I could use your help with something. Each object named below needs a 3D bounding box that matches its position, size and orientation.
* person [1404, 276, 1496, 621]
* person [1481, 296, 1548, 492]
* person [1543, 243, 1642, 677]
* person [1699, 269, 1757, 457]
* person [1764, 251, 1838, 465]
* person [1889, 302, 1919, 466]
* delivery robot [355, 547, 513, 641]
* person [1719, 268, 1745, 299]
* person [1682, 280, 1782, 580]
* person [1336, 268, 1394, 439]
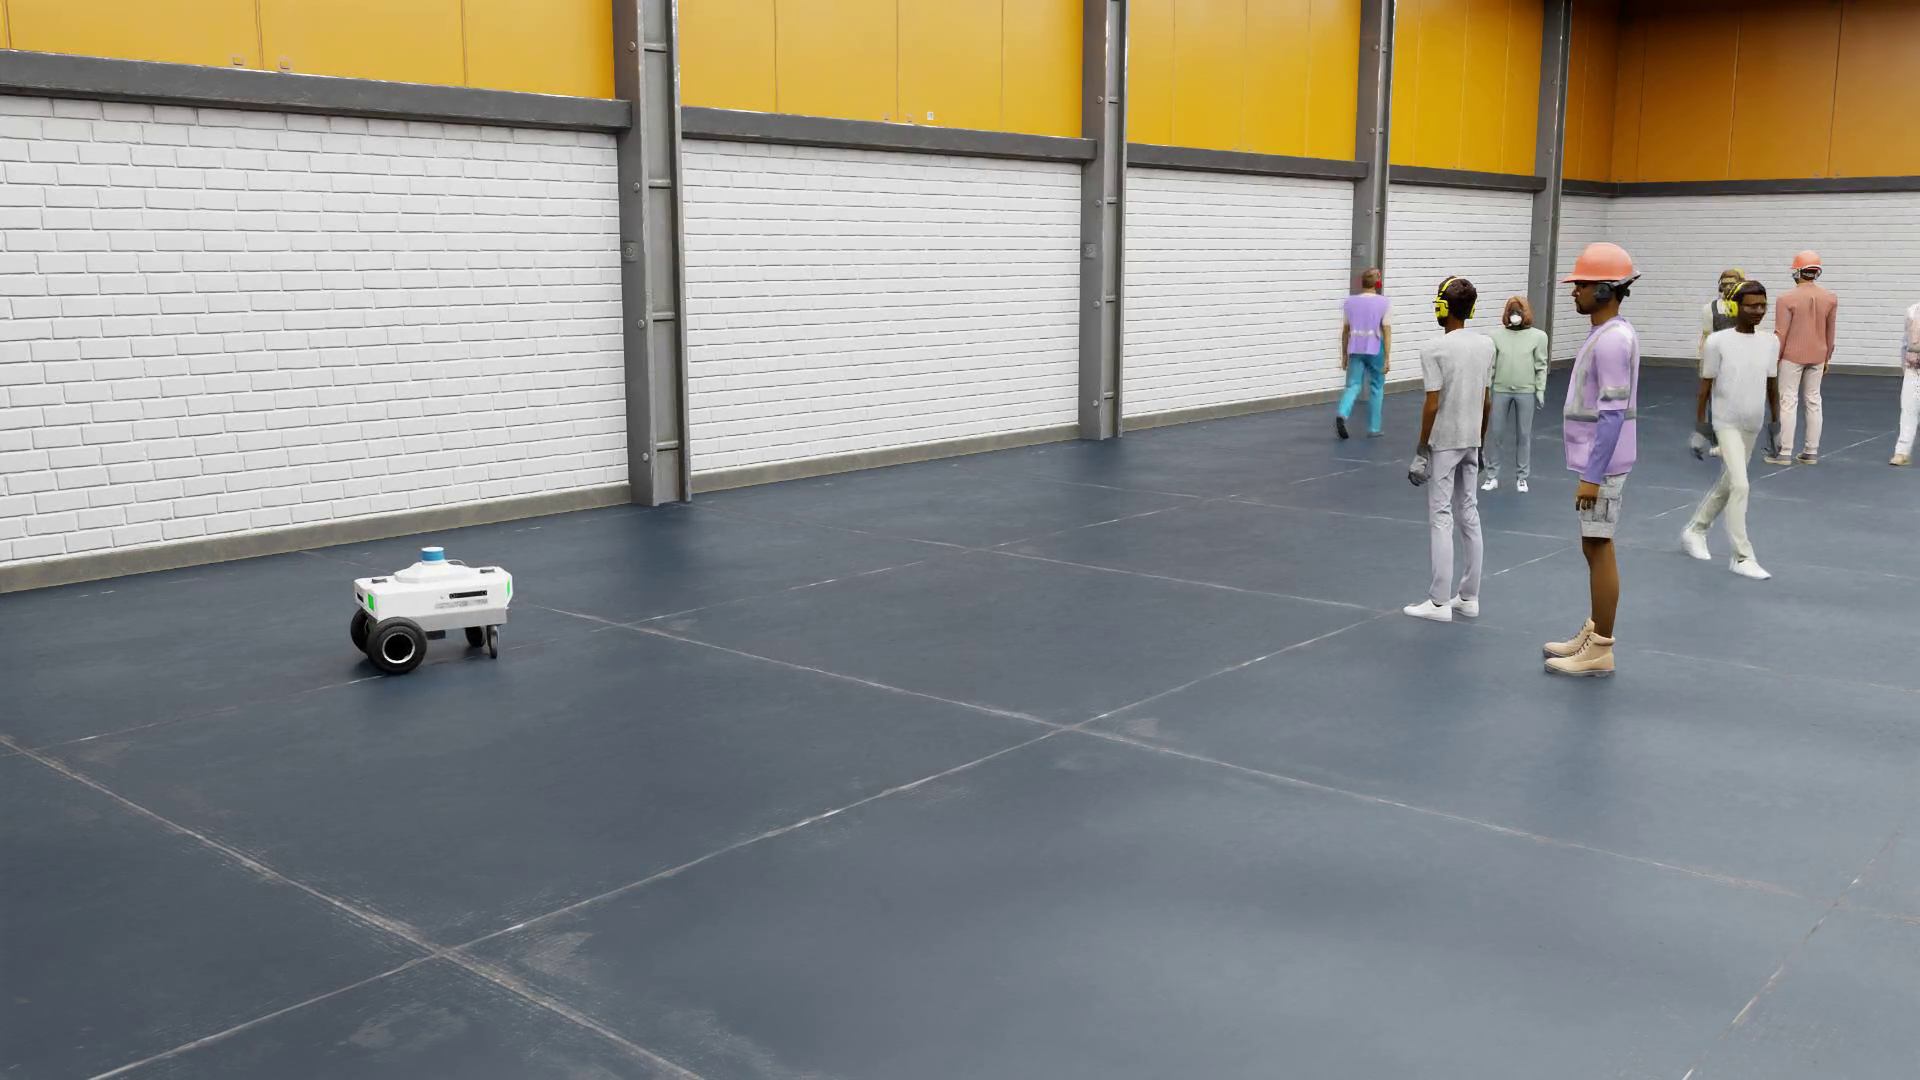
[{"bbox_3d":[2.661,-0.490,9.057,0.521,1.873,0.334,-5,11,-27],"label":"person"},{"bbox_3d":[4.604,-1.211,13.836,0.507,1.630,0.268,5,11,24],"label":"person"},{"bbox_3d":[2.998,-0.371,7.881,0.379,2.045,0.605,4,11,21],"label":"person"},{"bbox_3d":[7.509,-1.734,16.268,0.529,1.827,0.589,5,11,27],"label":"person"},{"bbox_3d":[7.858,-1.695,15.560,0.611,1.995,0.378,-1,10,-7],"label":"person"},{"bbox_3d":[9.132,-1.602,15.592,0.917,1.807,0.625,-8,13,-39],"label":"person"},{"bbox_3d":[-2.571,0.279,8.156,0.707,0.478,0.477,-6,11,-29],"label":"delivery robot"},{"bbox_3d":[11.470,-3.151,24.616,0.502,1.720,0.589,5,11,25],"label":"person"},{"bbox_3d":[4.893,-0.726,10.515,0.529,1.836,0.941,-2,10,-11],"label":"person"},{"bbox_3d":[4.286,-1.966,17.619,0.571,1.820,0.801,8,13,37],"label":"person"}]
